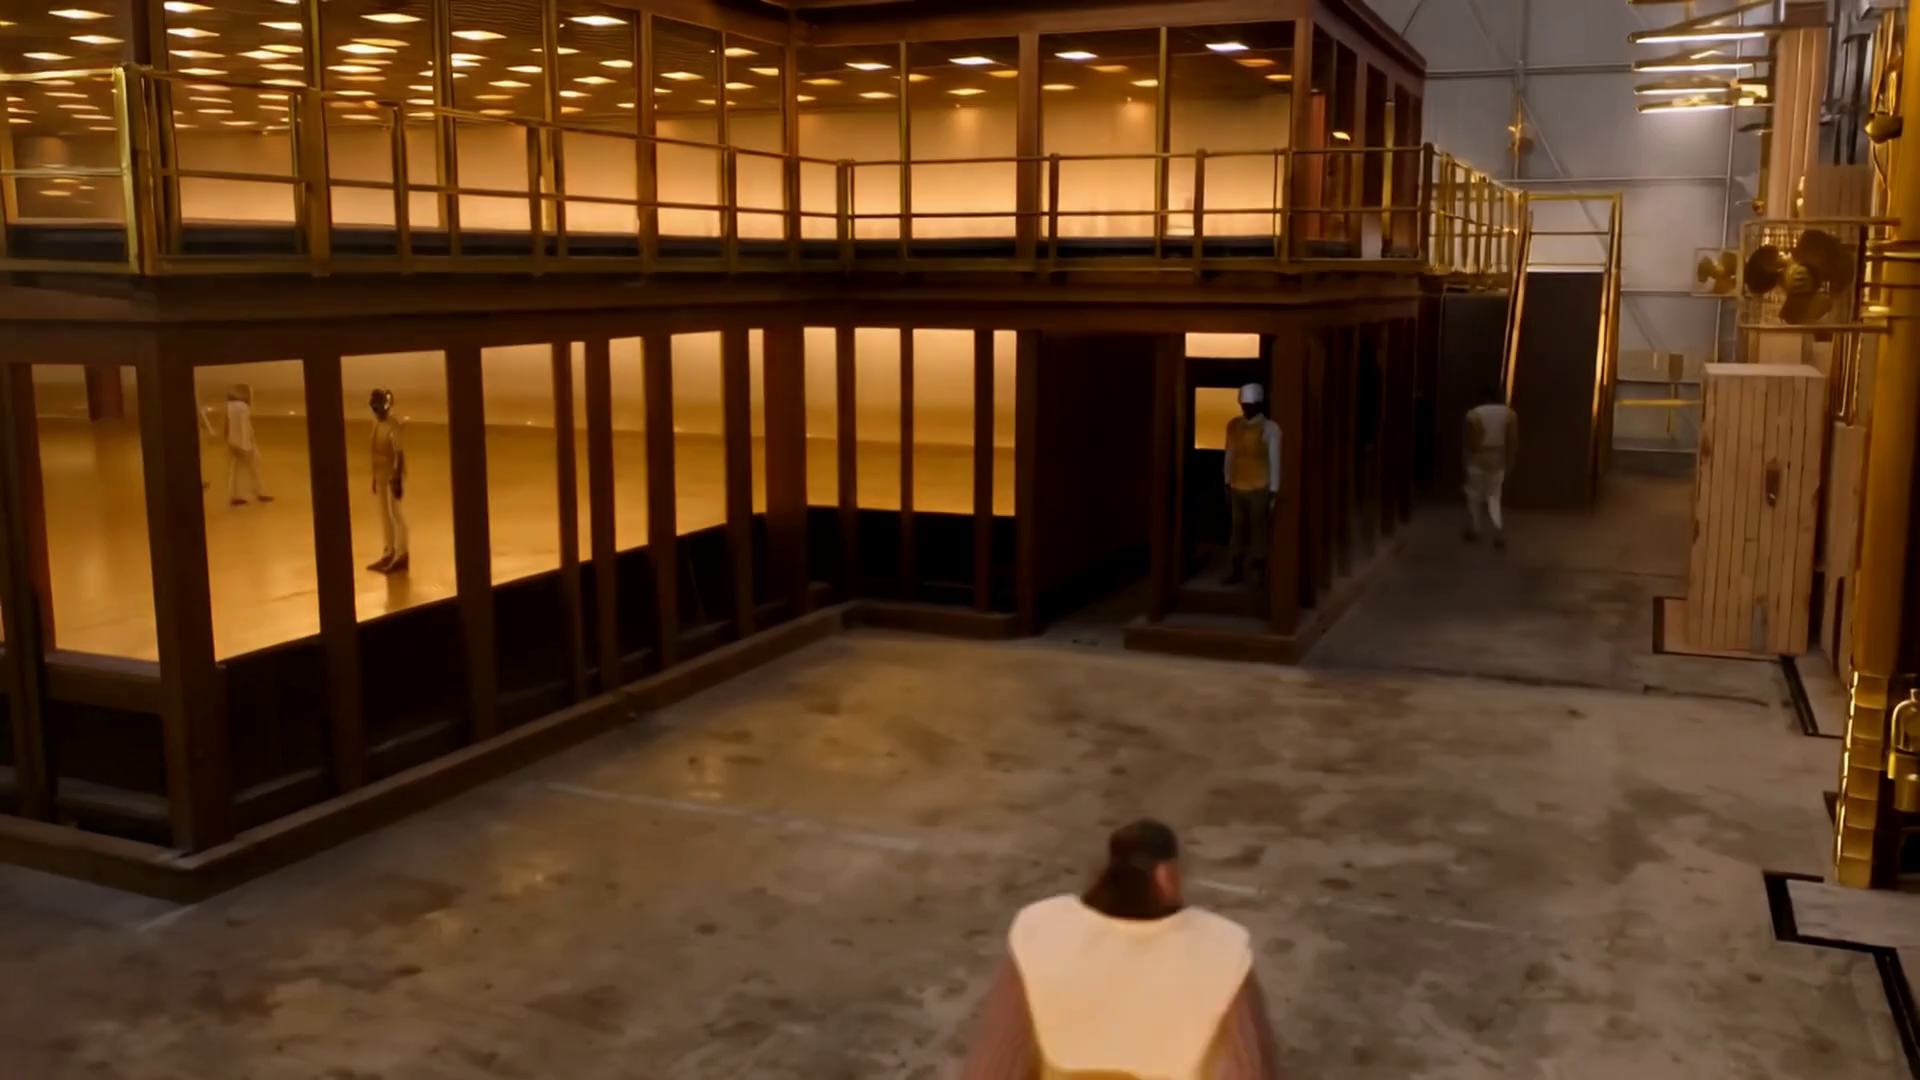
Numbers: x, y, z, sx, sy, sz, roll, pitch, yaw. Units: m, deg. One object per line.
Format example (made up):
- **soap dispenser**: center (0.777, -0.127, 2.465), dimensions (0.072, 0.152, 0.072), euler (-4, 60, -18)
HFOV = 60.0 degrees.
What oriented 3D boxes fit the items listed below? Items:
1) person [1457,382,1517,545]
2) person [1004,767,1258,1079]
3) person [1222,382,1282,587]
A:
- **person**: center (5.816, -0.838, 18.469), dimensions (0.651, 1.825, 0.509), euler (-1, 9, -6)
- **person**: center (0.400, 1.479, 3.964), dimensions (0.609, 1.898, 0.548), euler (2, 9, 9)
- **person**: center (2.820, -0.541, 16.170), dimensions (0.612, 1.986, 0.407), euler (8, 12, 41)
